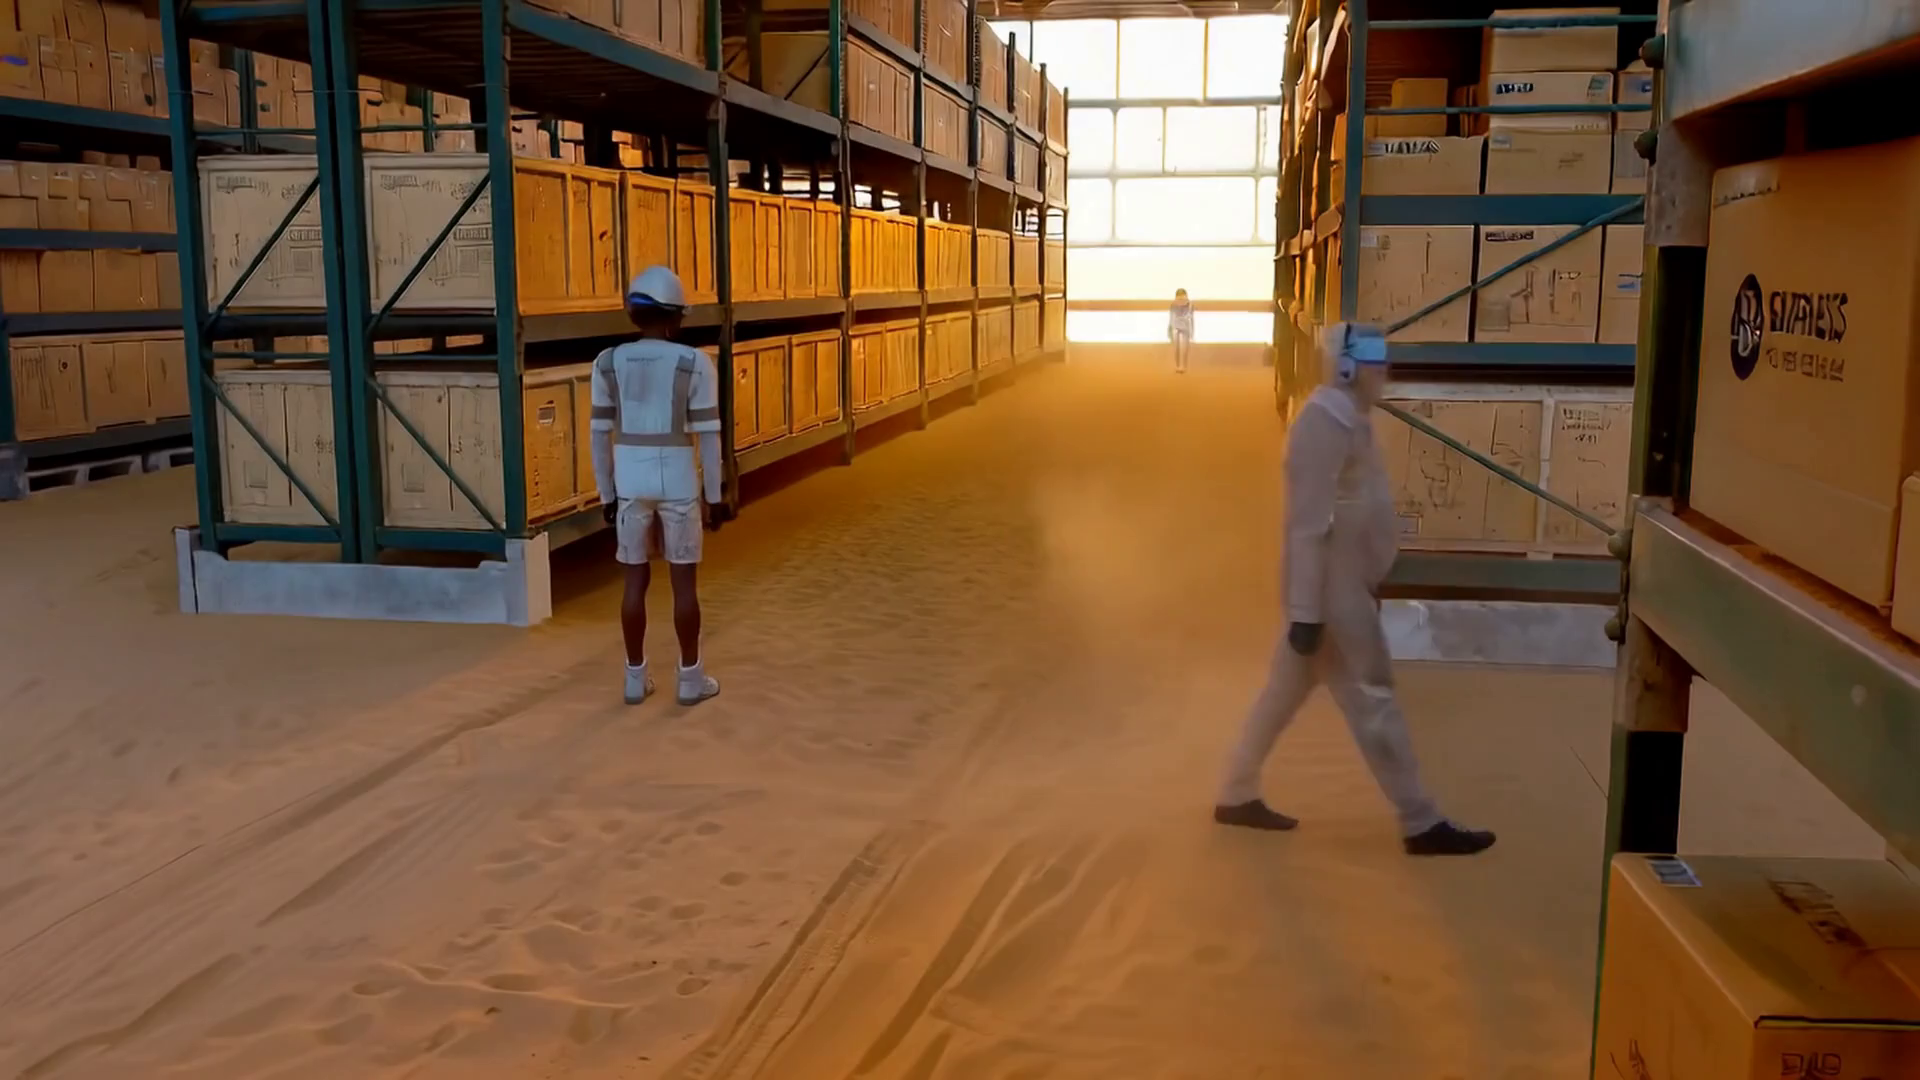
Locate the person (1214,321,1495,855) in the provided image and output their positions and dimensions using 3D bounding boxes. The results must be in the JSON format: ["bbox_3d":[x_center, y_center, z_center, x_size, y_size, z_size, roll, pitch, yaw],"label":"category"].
[{"bbox_3d":[1.362,0.167,5.826,0.986,1.852,0.664,2,9,15],"label":"person"}]

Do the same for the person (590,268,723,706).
[{"bbox_3d":[-1.402,-0.242,7.795,0.615,2.037,0.390,1,9,8],"label":"person"}]

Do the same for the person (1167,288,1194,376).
[{"bbox_3d":[4.302,-4.054,32.472,0.502,1.691,0.911,1,9,8],"label":"person"}]
